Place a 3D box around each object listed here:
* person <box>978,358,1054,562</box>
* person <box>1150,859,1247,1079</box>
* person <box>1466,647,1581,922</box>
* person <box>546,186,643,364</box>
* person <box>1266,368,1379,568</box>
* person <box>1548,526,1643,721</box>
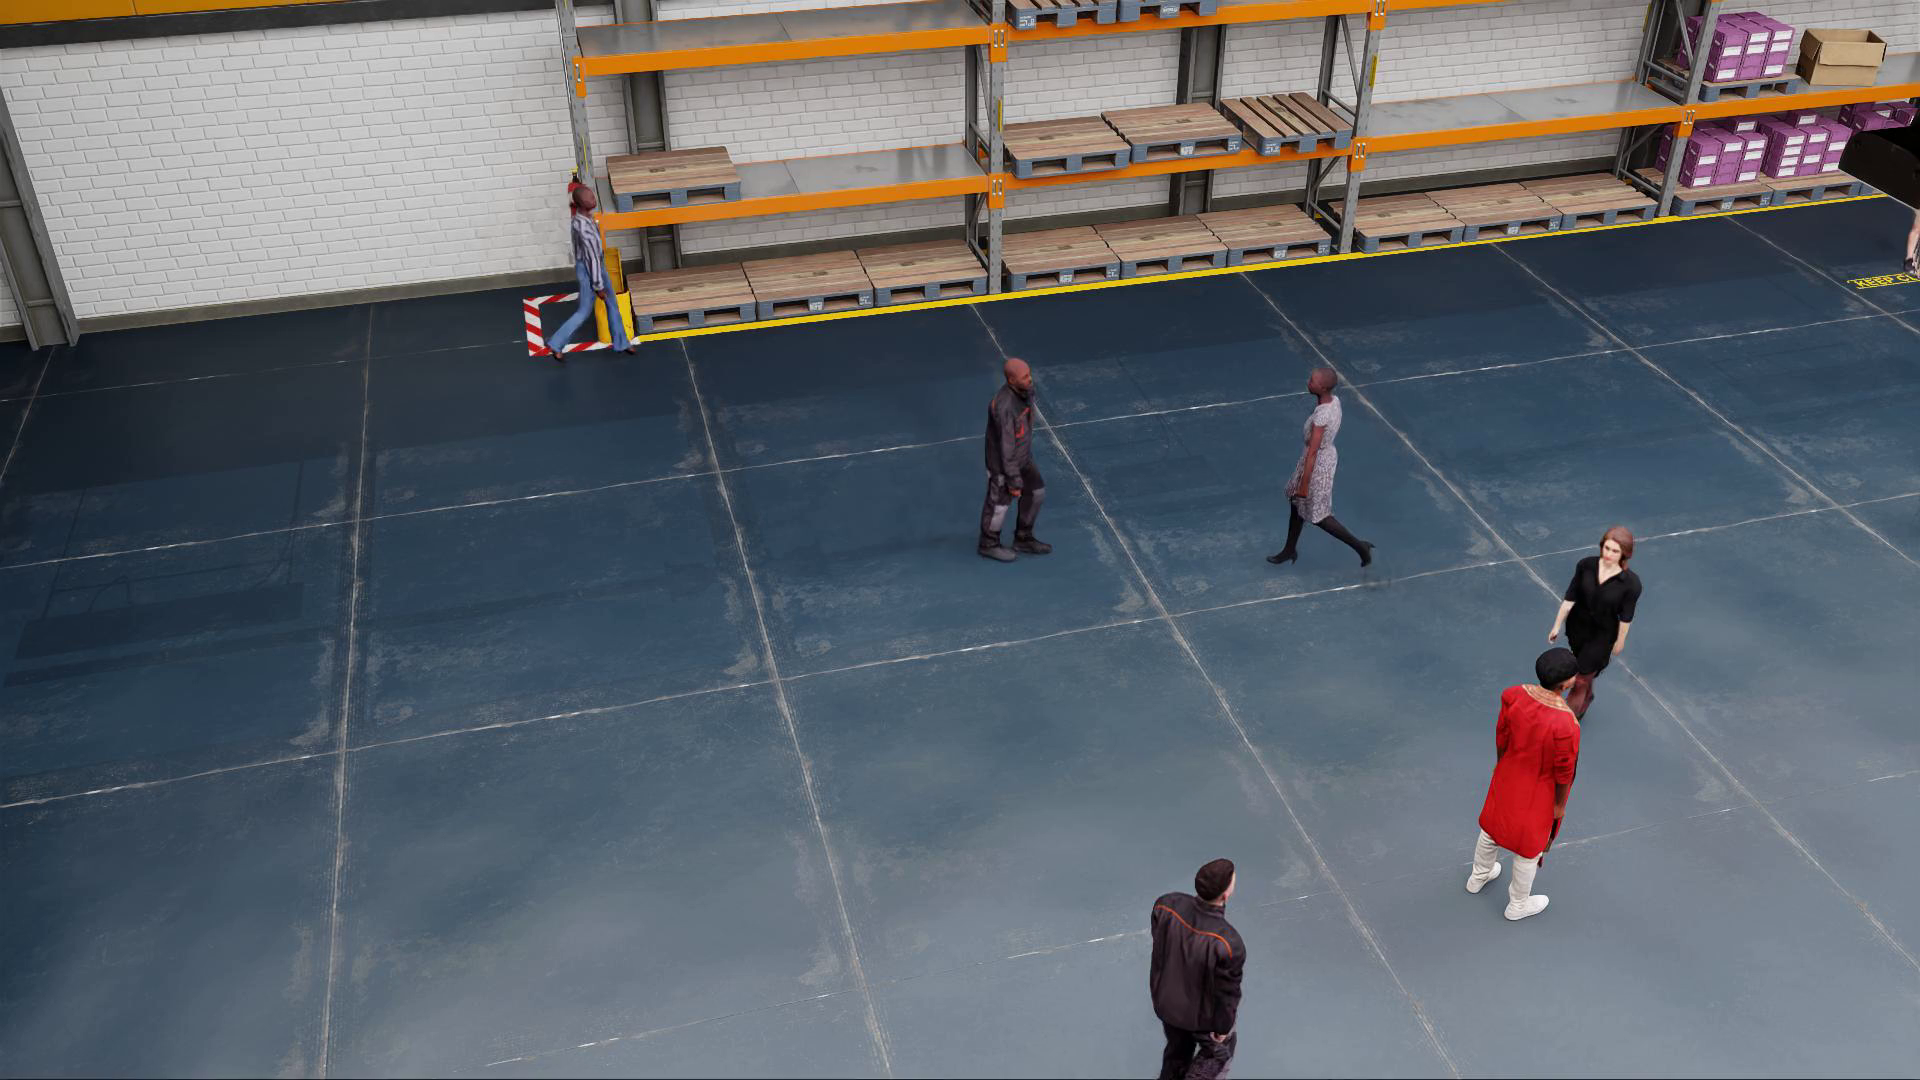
[{"bbox_3d":[0.290,-0.639,12.858,0.999,1.802,0.939,10,35,15],"label":"person"},{"bbox_3d":[1.118,2.340,8.337,0.883,1.846,0.933,27,42,35],"label":"person"},{"bbox_3d":[3.314,1.410,9.702,0.716,1.884,0.754,-20,39,-28],"label":"person"},{"bbox_3d":[-3.562,-2.433,15.600,1.103,1.755,0.634,-7,34,-10],"label":"person"},{"bbox_3d":[2.803,-0.466,12.636,1.151,1.761,1.002,12,35,17],"label":"person"},{"bbox_3d":[4.258,0.598,11.121,1.140,1.666,0.899,-26,41,-33],"label":"person"}]
